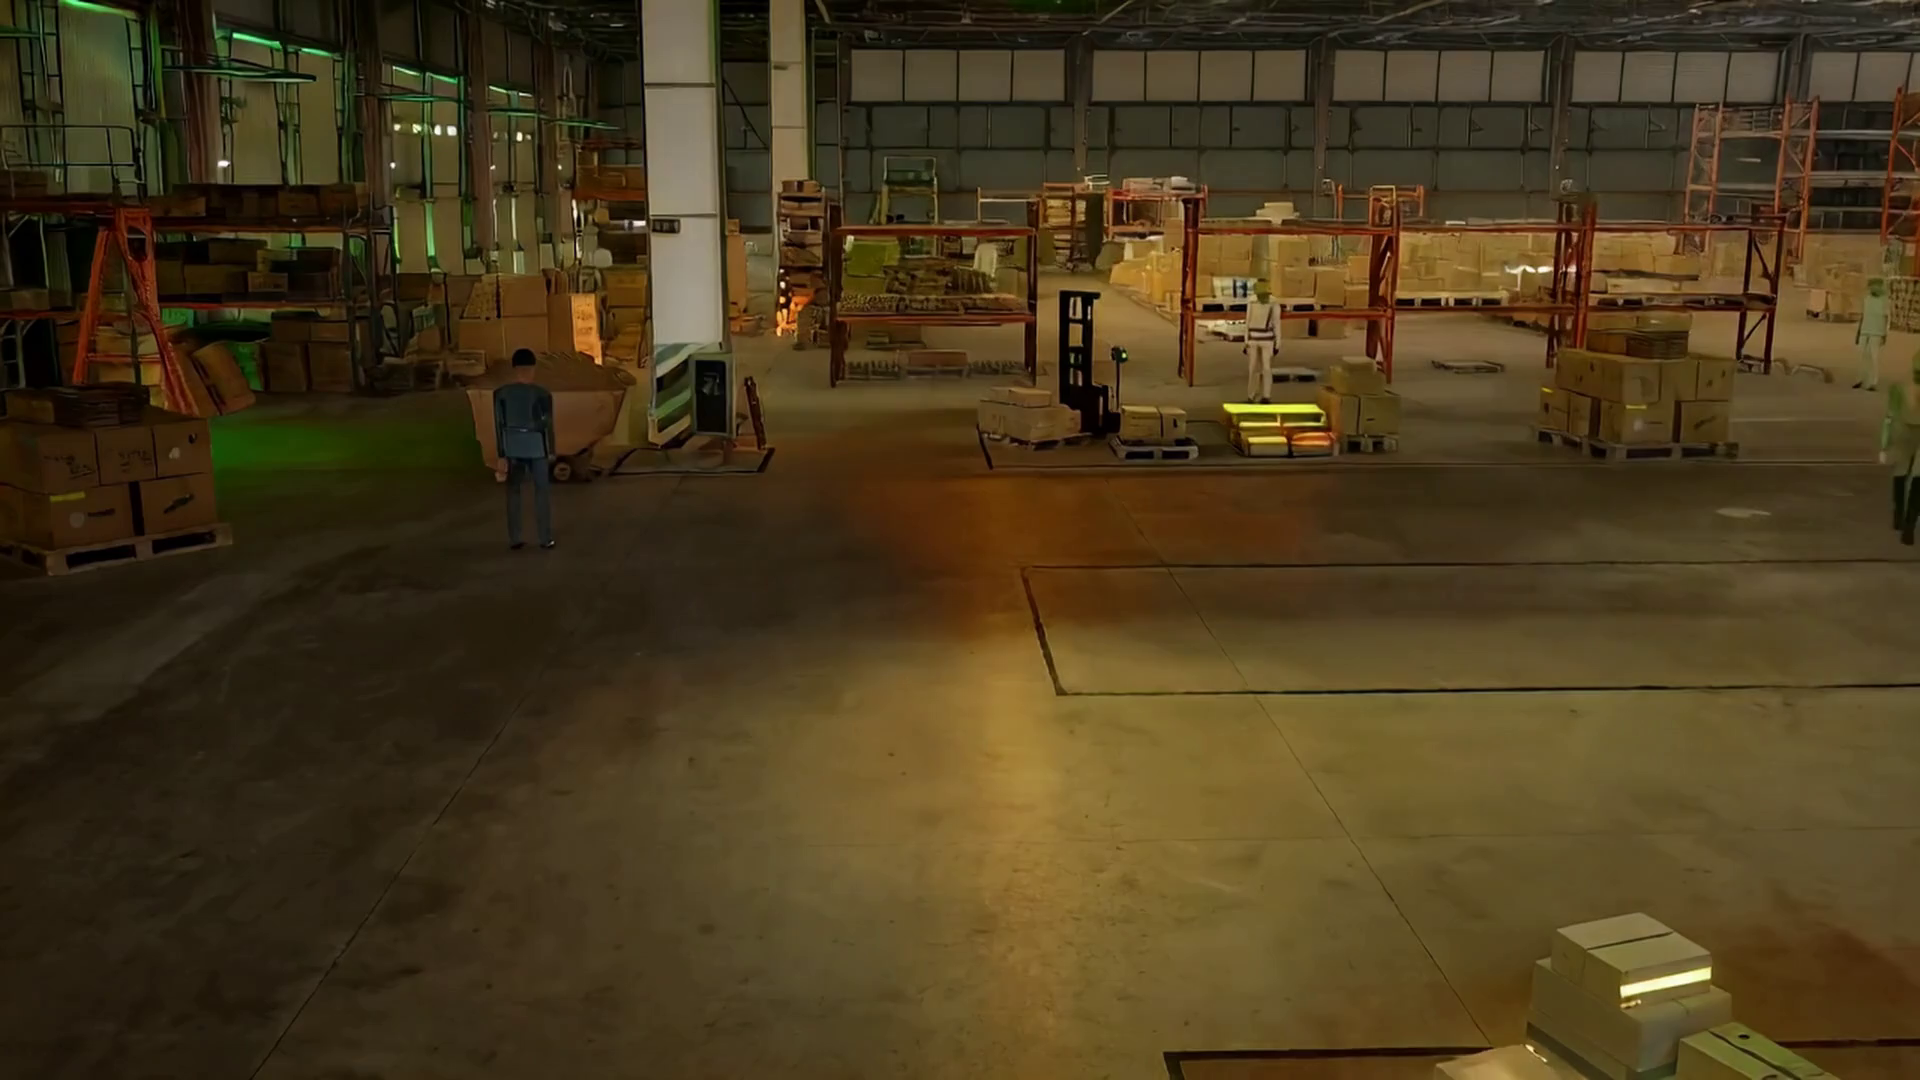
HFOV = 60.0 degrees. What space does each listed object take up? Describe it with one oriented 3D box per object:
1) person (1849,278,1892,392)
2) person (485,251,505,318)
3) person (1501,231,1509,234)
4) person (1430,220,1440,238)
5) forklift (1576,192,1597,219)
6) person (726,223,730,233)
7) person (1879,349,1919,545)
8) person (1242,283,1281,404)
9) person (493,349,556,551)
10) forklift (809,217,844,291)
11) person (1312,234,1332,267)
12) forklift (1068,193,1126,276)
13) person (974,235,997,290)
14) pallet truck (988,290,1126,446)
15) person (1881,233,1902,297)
[{"bbox_3d":[14.928,-3.358,27.218,0.318,1.858,0.527,-7,14,-29],"label":"person"},{"bbox_3d":[-11.465,-6.268,40.873,0.522,1.633,0.315,11,17,41],"label":"person"},{"bbox_3d":[17.397,-9.137,53.485,0.637,1.777,0.885,-1,13,-6],"label":"person"},{"bbox_3d":[17.020,-10.542,59.397,0.823,1.972,0.622,5,13,20],"label":"person"},{"bbox_3d":[22.597,-11.165,60.131,1.873,2.768,1.129,0,12,-2],"label":"forklift"},{"bbox_3d":[-7.701,-9.480,54.690,0.368,1.928,0.585,3,13,11],"label":"person"},{"bbox_3d":[9.331,-0.955,16.282,0.558,1.900,0.966,7,14,28],"label":"person"},{"bbox_3d":[4.608,-2.984,25.460,0.584,1.882,0.337,8,15,31],"label":"person"},{"bbox_3d":[-4.104,-0.849,15.761,0.584,1.918,0.408,1,13,3],"label":"person"},{"bbox_3d":[-4.375,-8.619,48.637,1.873,2.768,1.129,0,12,-2],"label":"forklift"},{"bbox_3d":[11.534,-9.109,53.039,0.632,1.926,0.561,-1,13,-7],"label":"person"},{"bbox_3d":[4.716,-10.448,56.892,1.873,2.768,1.129,0,12,-2],"label":"forklift"},{"bbox_3d":[0.690,-7.432,45.503,0.634,1.909,0.867,0,12,0],"label":"person"},{"bbox_3d":[1.257,-2.299,22.111,1.885,1.965,0.823,-9,15,-35],"label":"pallet truck"},{"bbox_3d":[25.196,-7.339,45.017,0.380,1.930,0.556,12,17,43],"label":"person"}]
